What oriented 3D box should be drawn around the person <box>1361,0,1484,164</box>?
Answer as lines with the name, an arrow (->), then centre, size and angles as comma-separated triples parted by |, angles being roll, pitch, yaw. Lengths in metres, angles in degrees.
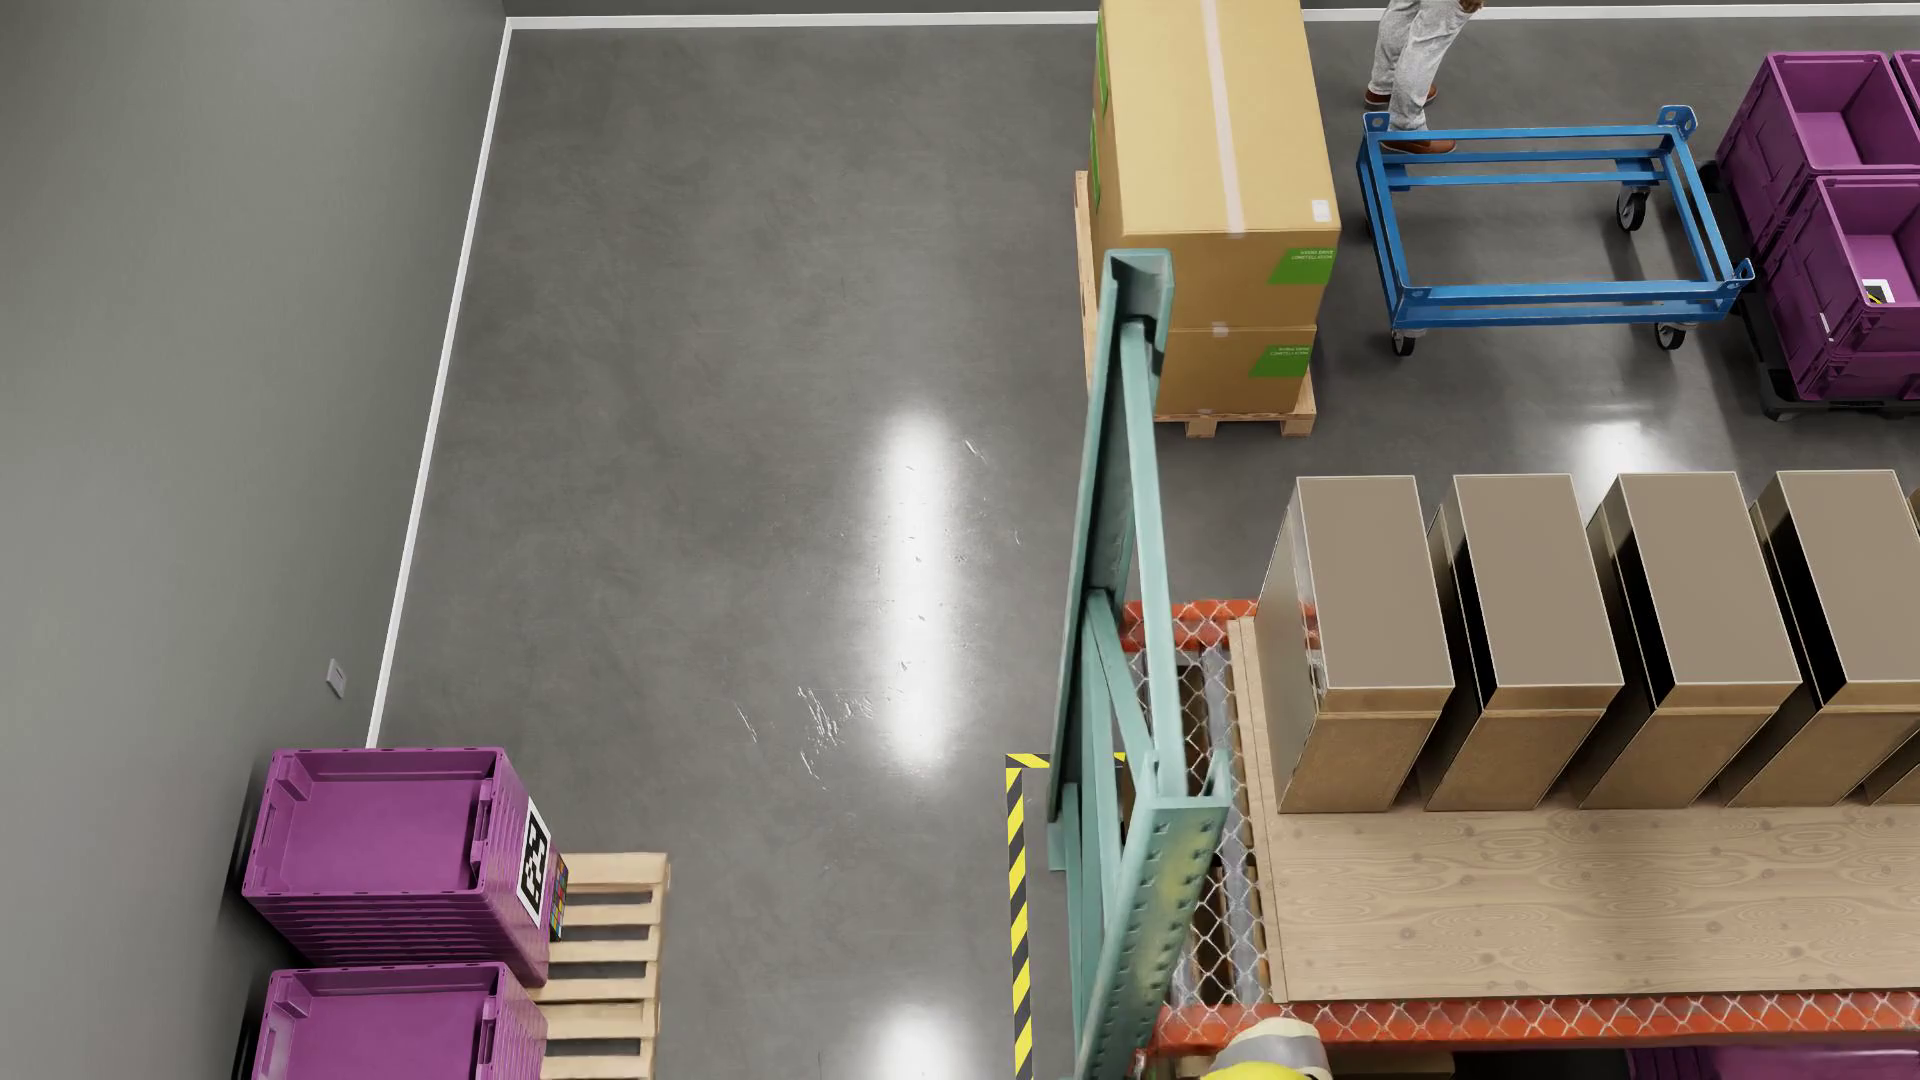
person -> 1.826, -2.234, 6.072 | 0.361, 1.938, 0.635 | -3, 58, -2

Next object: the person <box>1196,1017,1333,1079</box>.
person -> 0.602, 1.498, 3.781 | 0.403, 1.822, 0.588 | -1, 58, -1
